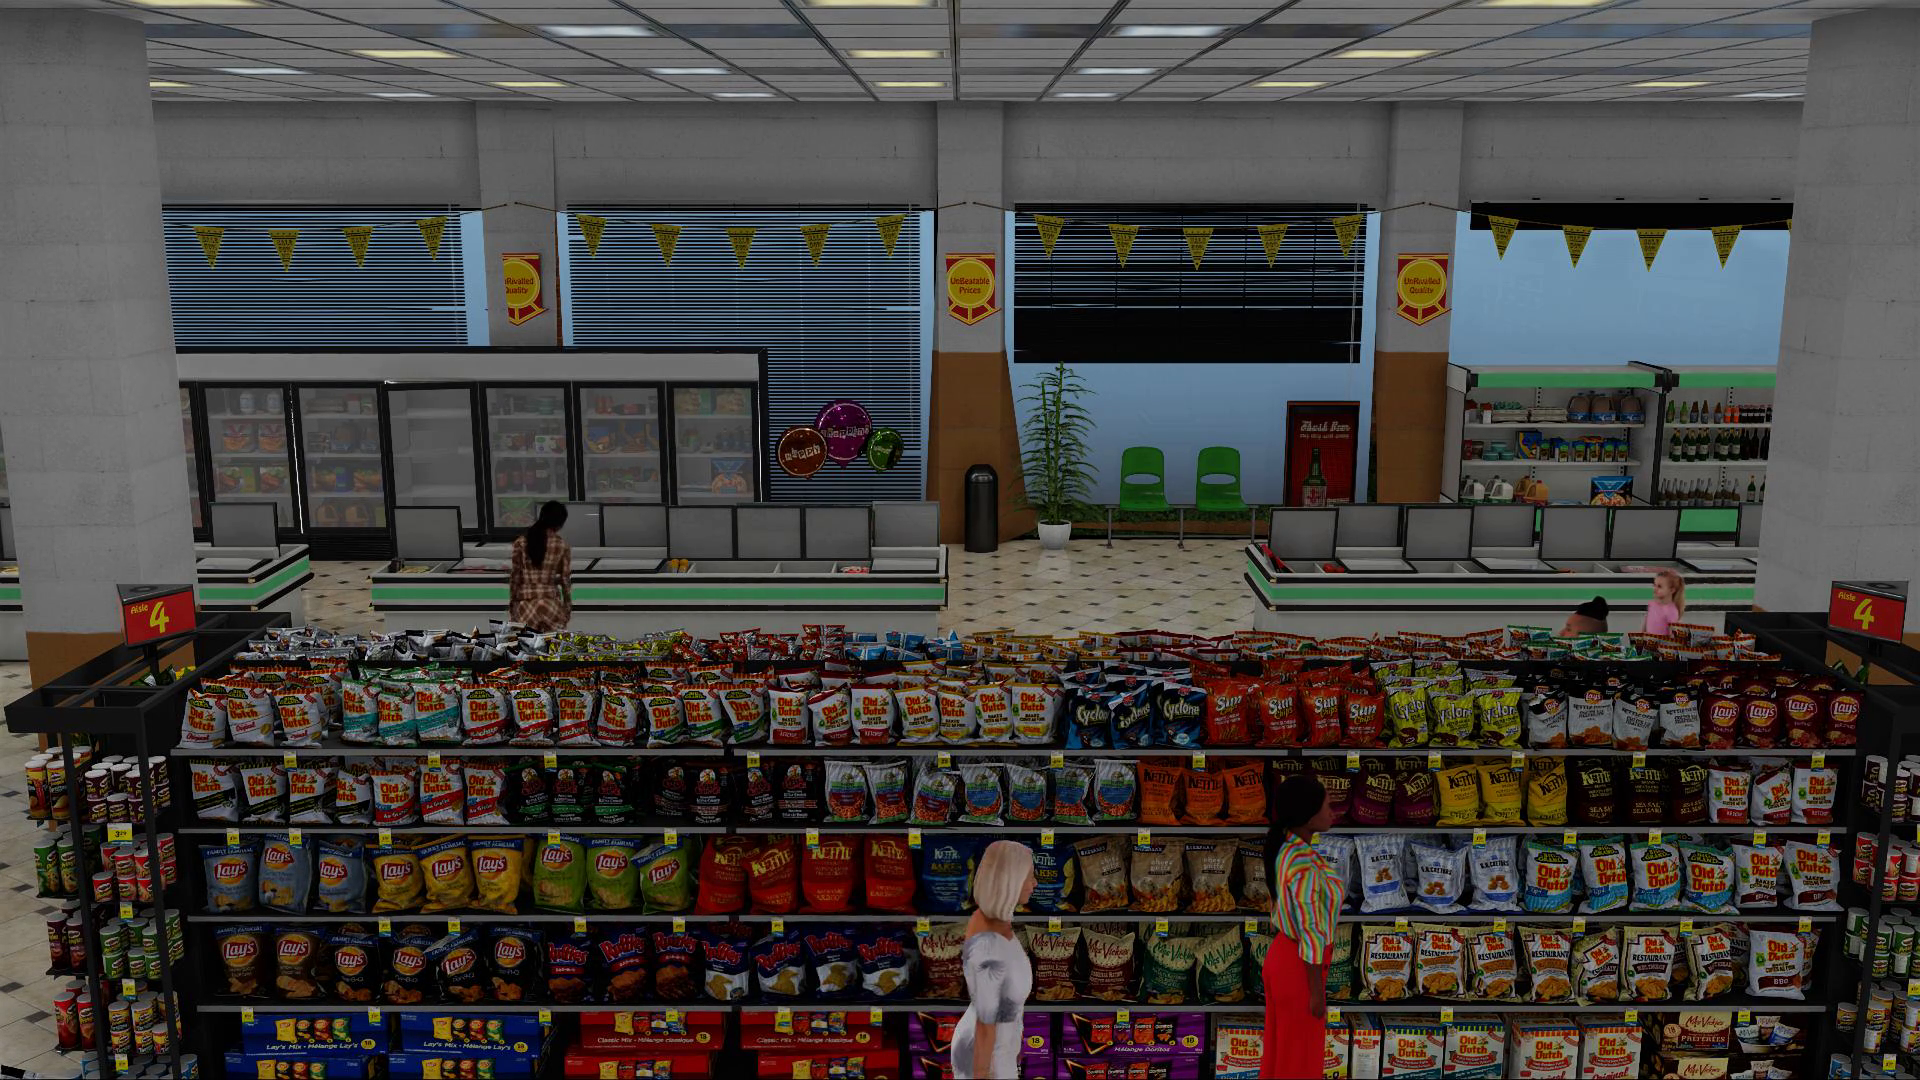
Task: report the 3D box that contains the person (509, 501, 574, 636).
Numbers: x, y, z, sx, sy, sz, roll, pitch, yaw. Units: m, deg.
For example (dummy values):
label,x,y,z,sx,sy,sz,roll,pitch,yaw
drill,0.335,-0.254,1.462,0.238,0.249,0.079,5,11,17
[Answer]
label,x,y,z,sx,sy,sz,roll,pitch,yaw
person,-3.191,0.585,12.532,0.640,1.760,0.764,-8,15,-35

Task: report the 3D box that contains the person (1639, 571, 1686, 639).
label,x,y,z,sx,sy,sz,roll,pitch,yaw
person,5.313,0.854,12.506,0.891,1.244,0.555,-1,12,-6

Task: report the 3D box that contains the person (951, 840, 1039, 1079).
label,x,y,z,sx,sy,sz,roll,pitch,yaw
person,0.024,1.941,6.175,0.951,1.726,0.606,-1,12,-4

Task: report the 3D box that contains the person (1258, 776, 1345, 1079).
label,x,y,z,sx,sy,sz,roll,pitch,yaw
person,1.345,1.799,6.684,0.569,1.793,0.621,-2,12,-8
